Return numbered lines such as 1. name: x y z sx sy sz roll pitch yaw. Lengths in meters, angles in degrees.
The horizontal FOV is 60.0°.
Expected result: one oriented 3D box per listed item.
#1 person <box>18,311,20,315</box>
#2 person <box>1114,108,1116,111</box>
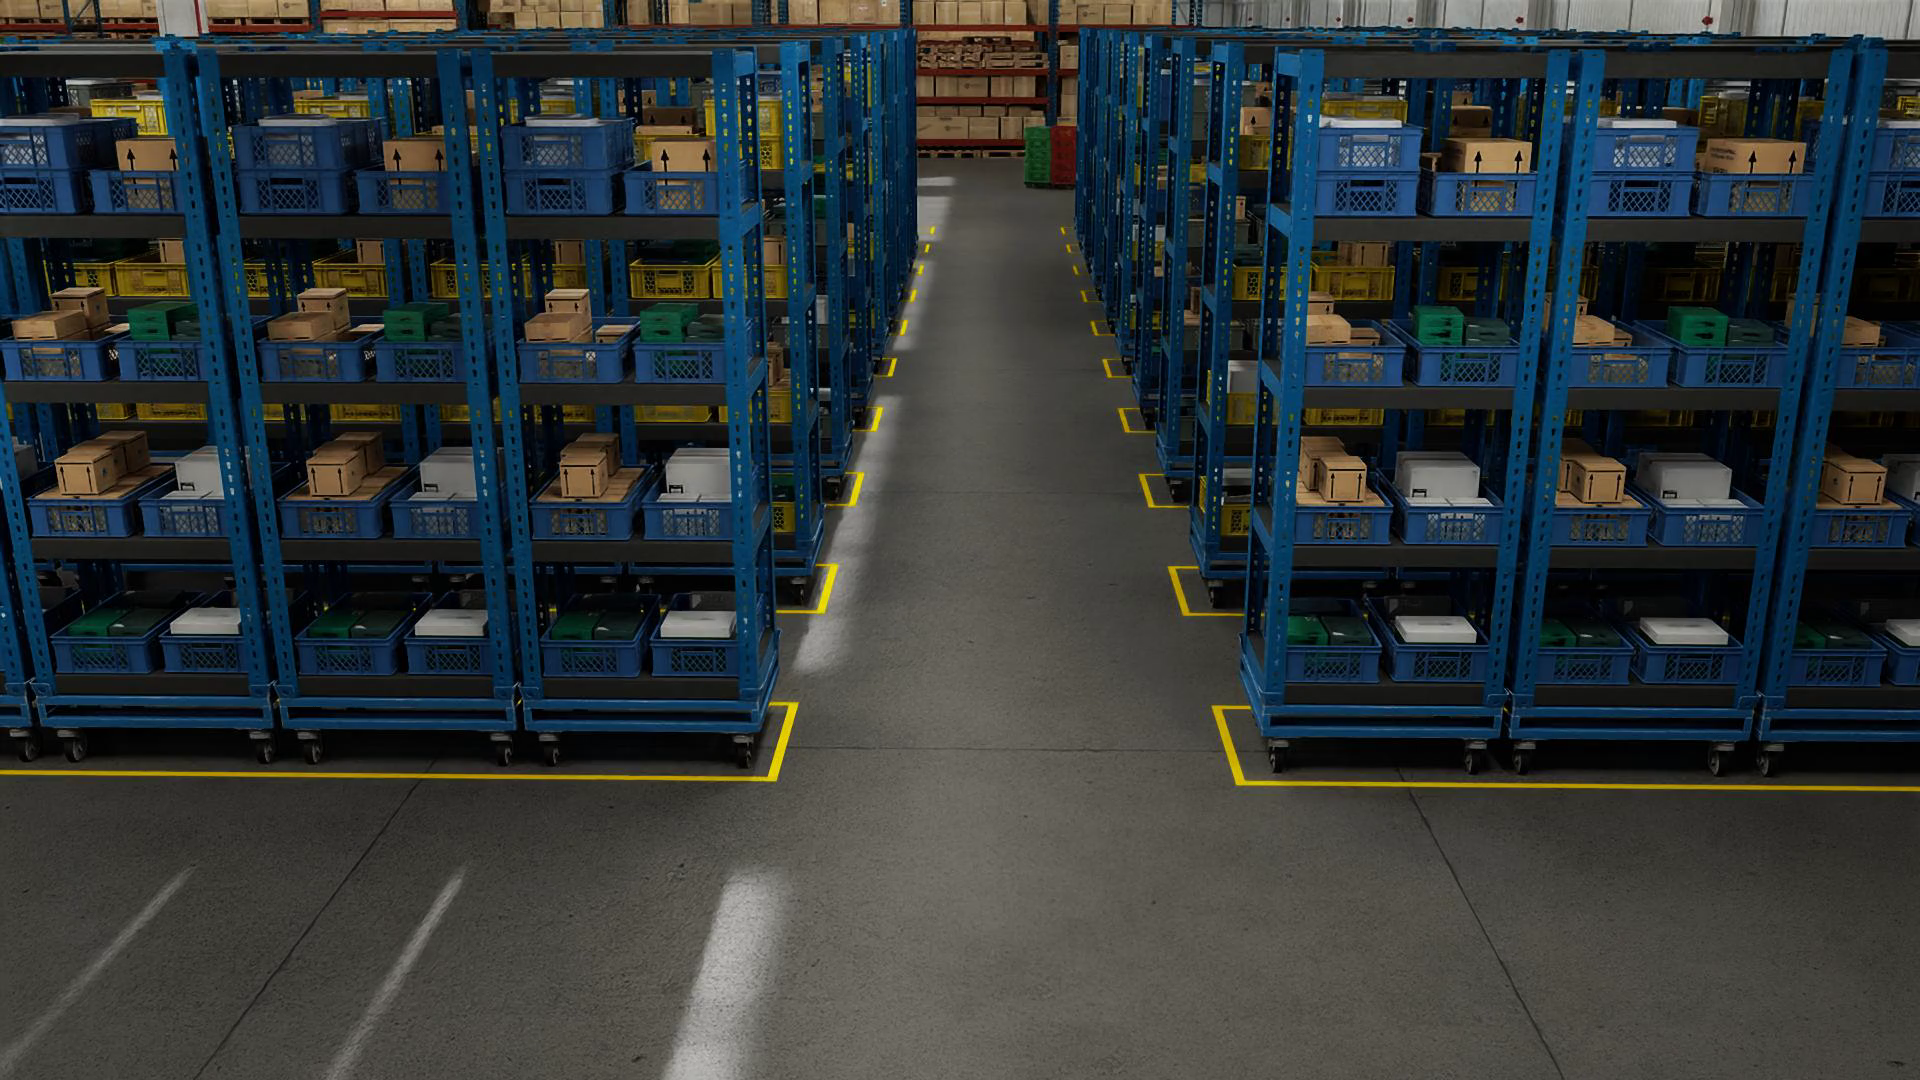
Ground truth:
1. person: -9.139 -2.282 16.414 0.612 1.979 1.101 11 20 30
2. person: 3.826 -9.991 41.590 0.534 1.589 0.857 14 22 38
